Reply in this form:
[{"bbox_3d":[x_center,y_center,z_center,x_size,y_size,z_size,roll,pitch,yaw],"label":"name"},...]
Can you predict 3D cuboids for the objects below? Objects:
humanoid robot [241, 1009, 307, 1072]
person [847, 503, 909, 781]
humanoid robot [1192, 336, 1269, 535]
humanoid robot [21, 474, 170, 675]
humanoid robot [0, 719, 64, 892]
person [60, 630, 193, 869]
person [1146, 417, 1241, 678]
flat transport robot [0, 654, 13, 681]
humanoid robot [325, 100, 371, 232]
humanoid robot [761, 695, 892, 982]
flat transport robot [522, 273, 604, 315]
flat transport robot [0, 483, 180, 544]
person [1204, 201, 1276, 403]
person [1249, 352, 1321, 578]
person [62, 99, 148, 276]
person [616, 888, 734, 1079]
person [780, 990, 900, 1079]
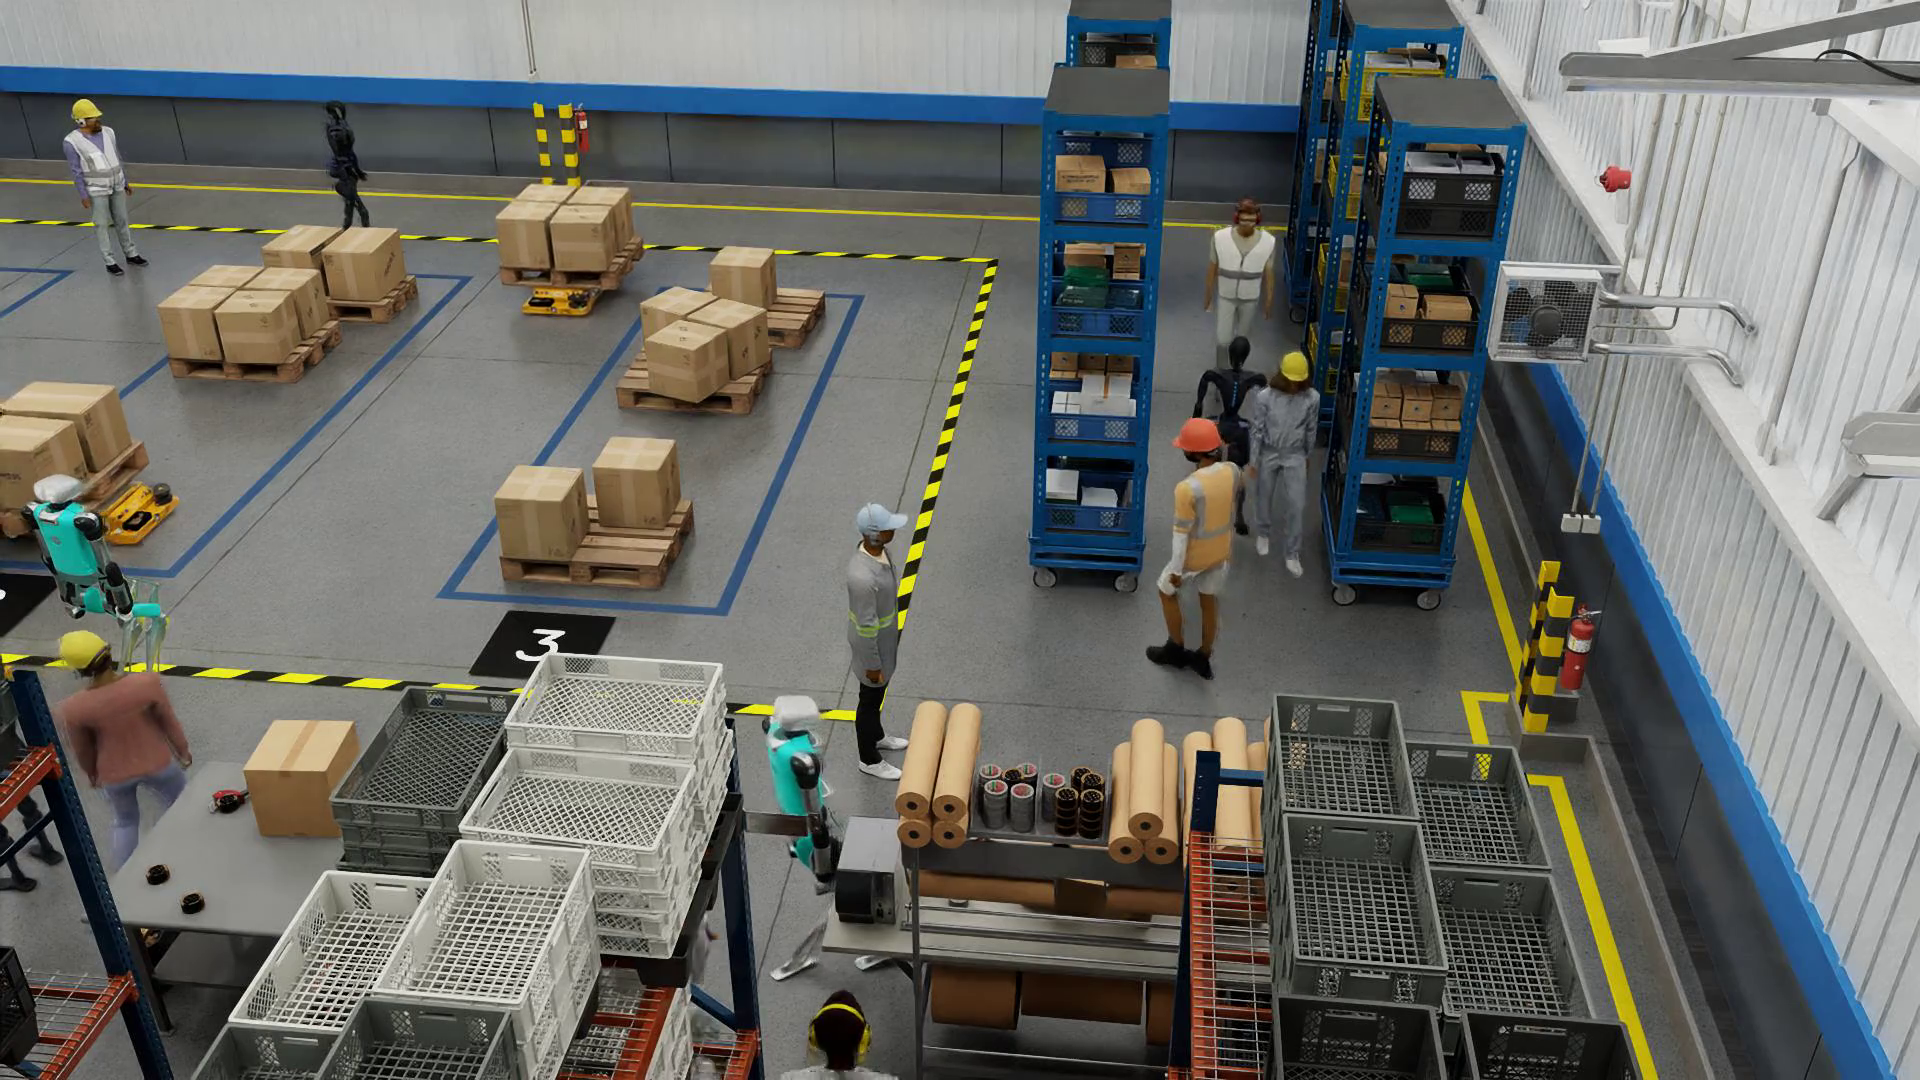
[{"bbox_3d":[-2.743,2.576,6.880,0.589,1.623,0.731,22,37,33],"label":"humanoid robot"},{"bbox_3d":[-0.493,0.599,10.070,0.368,1.852,0.589,3,30,4],"label":"person"},{"bbox_3d":[1.997,-0.747,12.556,0.603,1.649,0.440,3,30,5],"label":"humanoid robot"},{"bbox_3d":[-5.413,0.253,10.649,0.533,1.674,0.735,9,31,15],"label":"humanoid robot"},{"bbox_3d":[-5.406,1.212,9.176,0.315,1.657,0.599,9,31,16],"label":"humanoid robot"},{"bbox_3d":[-4.508,1.222,9.115,0.572,1.741,0.351,-17,34,-26],"label":"person"},{"bbox_3d":[1.551,0.034,10.980,0.618,1.919,0.521,-18,35,-28],"label":"person"},{"bbox_3d":[-7.142,0.969,11.010,1.431,0.231,0.659,3,30,6],"label":"flat transport robot"},{"bbox_3d":[-6.627,-3.976,18.114,0.583,1.641,0.601,-2,30,-3],"label":"humanoid robot"},{"bbox_3d":[-0.593,1.528,8.616,0.884,1.791,0.570,-13,33,-22],"label":"humanoid robot"},{"bbox_3d":[-4.001,-2.702,17.287,0.652,0.197,1.431,3,30,6],"label":"flat transport robot"},{"bbox_3d":[-6.994,-0.250,13.076,1.431,0.197,0.652,3,30,6],"label":"flat transport robot"},{"bbox_3d":[2.472,-2.092,14.714,0.599,1.822,0.673,2,30,4],"label":"person"},{"bbox_3d":[2.367,-0.564,12.202,0.498,1.714,0.760,2,30,3],"label":"person"},{"bbox_3d":[-9.001,-3.716,17.500,0.404,1.833,0.599,15,33,24],"label":"person"},{"bbox_3d":[-1.256,1.983,7.572,1.075,1.975,0.718,-5,31,-9],"label":"person"},{"bbox_3d":[-0.441,2.542,6.771,0.550,1.817,0.979,3,30,5],"label":"person"}]
